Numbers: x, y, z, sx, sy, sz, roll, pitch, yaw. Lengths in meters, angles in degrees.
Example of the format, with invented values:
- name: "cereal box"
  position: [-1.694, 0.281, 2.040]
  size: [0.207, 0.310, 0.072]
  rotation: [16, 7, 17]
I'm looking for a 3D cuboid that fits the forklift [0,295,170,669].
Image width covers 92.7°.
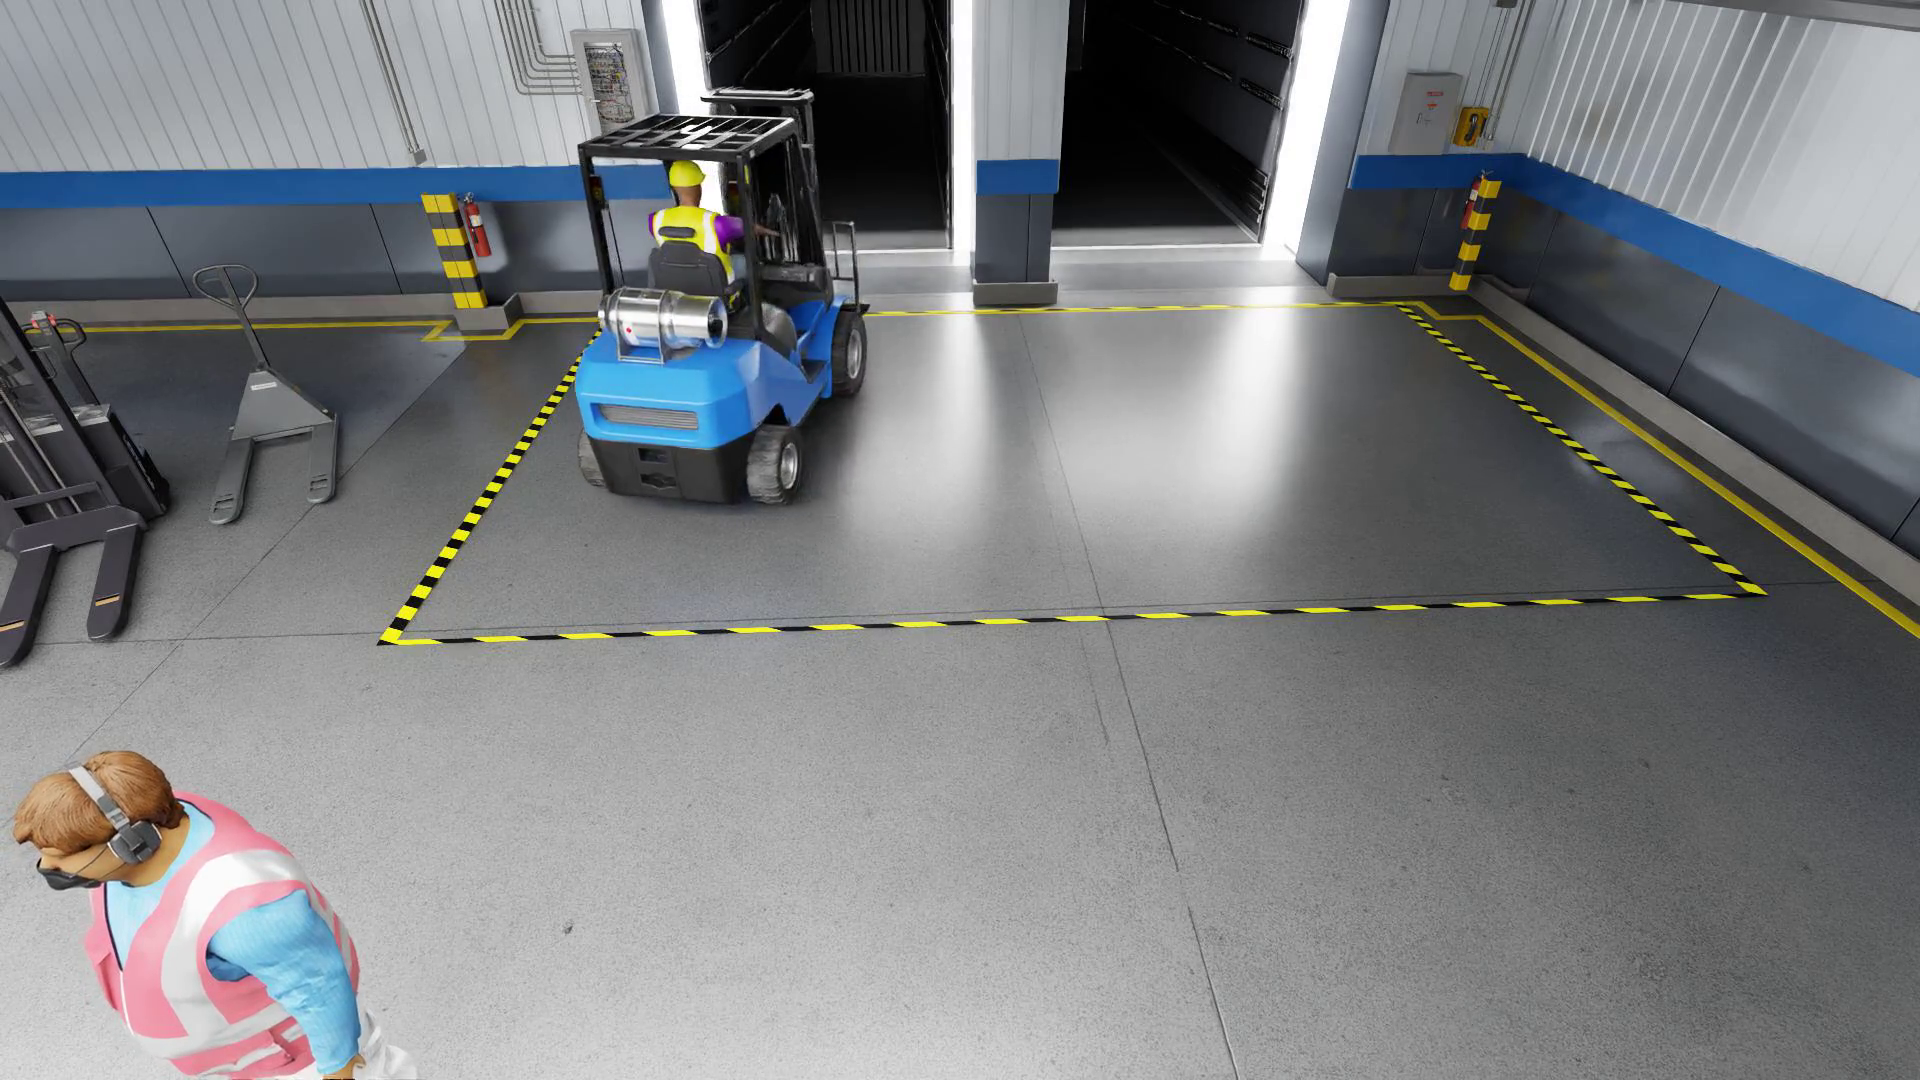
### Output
- name: "forklift"
  position: [-5.212, -0.618, 4.878]
  size: [0.823, 1.965, 1.885]
  rotation: [-20, 39, -26]

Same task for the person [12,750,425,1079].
- name: "person"
  position: [-1.786, 1.217, 2.376]
  size: [0.622, 1.844, 0.431]
  rotation: [17, 38, 23]

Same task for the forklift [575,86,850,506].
- name: "forklift"
  position: [-1.603, -1.766, 6.216]
  size: [1.157, 2.036, 2.680]
  rotation: [6, 35, 8]

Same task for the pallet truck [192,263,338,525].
- name: "pallet truck"
  position: [-4.778, -1.027, 6.128]
  size: [0.680, 1.201, 1.601]
  rotation: [-17, 38, -23]

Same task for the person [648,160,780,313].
- name: "person"
  position: [-1.585, -1.952, 6.157]
  size: [0.635, 1.294, 1.004]
  rotation: [6, 35, 8]
